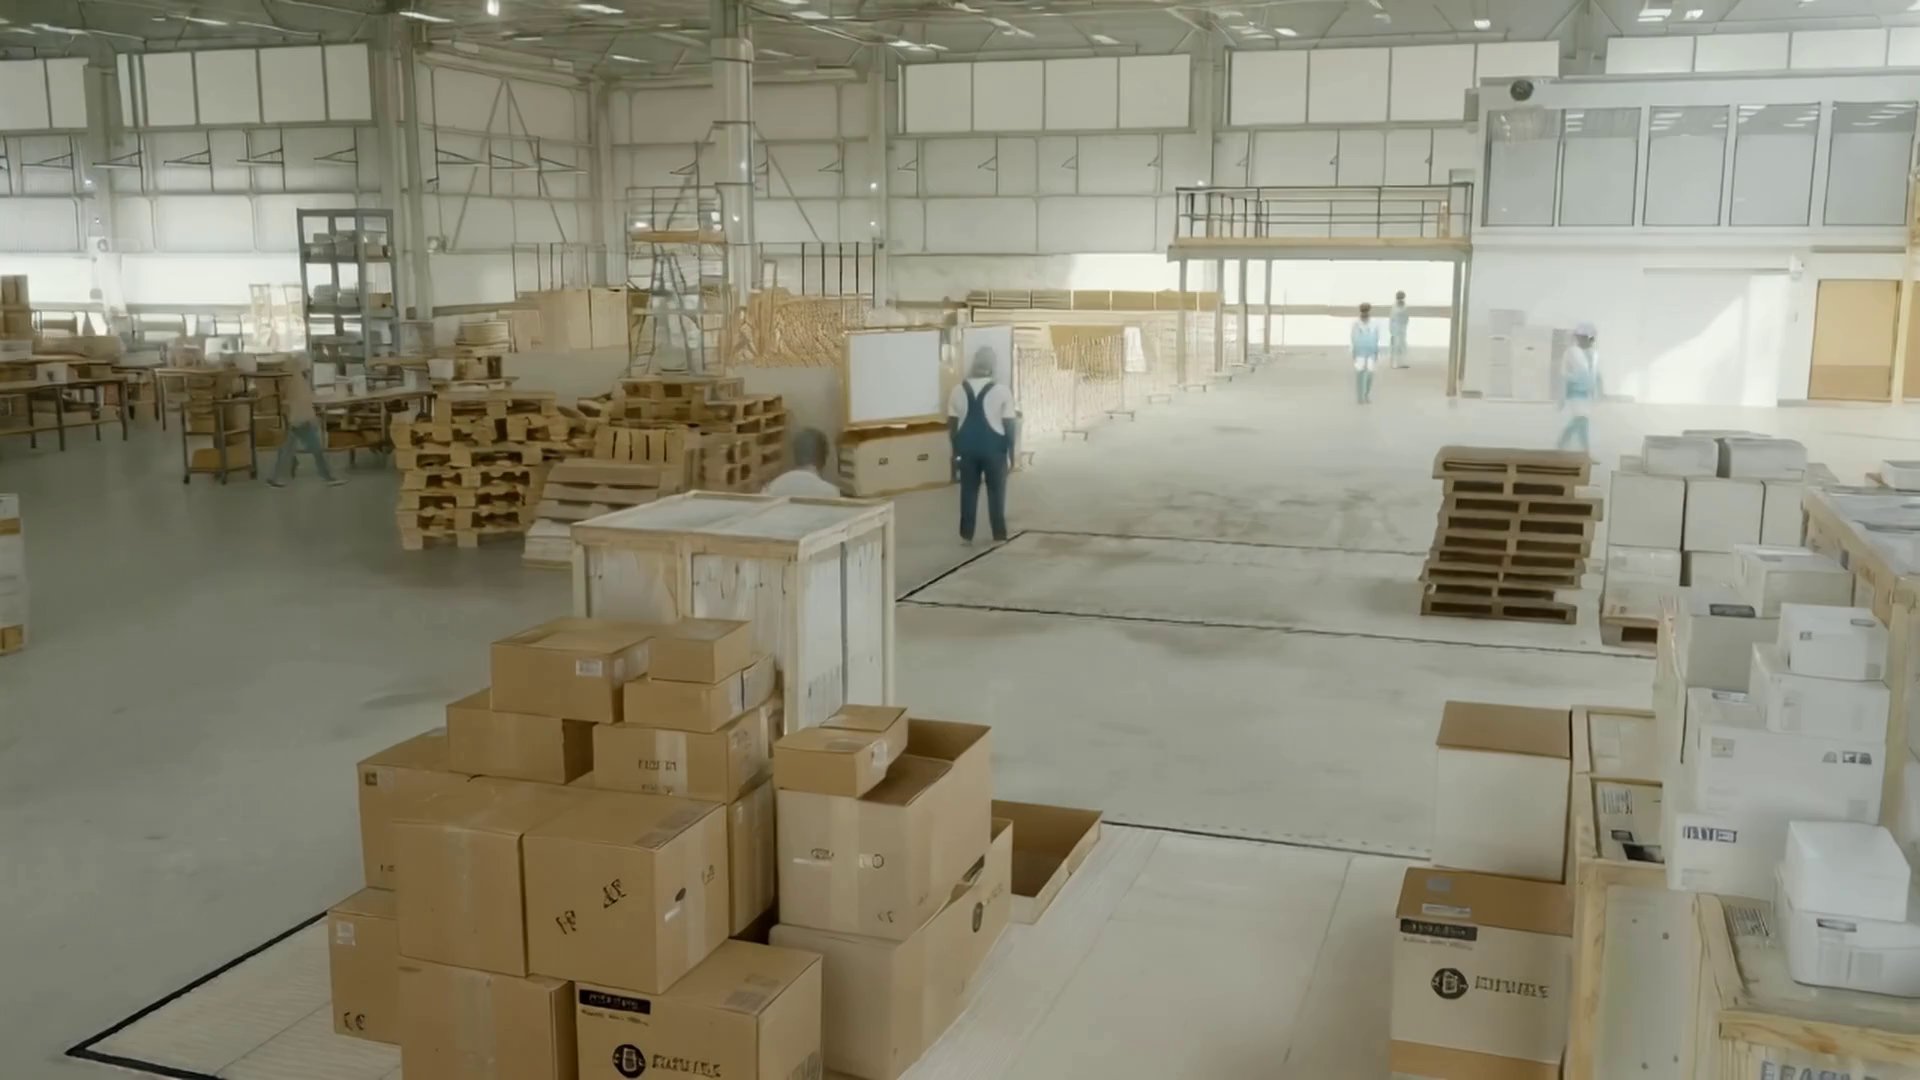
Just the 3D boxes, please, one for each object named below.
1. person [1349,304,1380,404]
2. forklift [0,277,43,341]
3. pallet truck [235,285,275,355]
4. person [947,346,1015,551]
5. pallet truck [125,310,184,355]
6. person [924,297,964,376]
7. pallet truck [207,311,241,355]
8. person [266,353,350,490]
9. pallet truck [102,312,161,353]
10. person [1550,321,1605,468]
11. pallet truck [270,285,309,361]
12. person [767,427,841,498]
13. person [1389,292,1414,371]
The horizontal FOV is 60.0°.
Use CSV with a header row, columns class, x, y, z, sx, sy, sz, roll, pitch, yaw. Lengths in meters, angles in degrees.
class,x,y,z,sx,sy,sz,roll,pitch,yaw
person,7.712,-3.541,31.716,0.581,1.917,0.474,1,10,7
forklift,-27.151,-6.329,46.328,1.157,1.987,2.680,3,11,17
pallet truck,-18.327,-5.835,44.421,0.823,1.965,1.885,4,11,23
person,0.245,-0.917,16.603,0.685,2.000,0.535,4,11,19
pallet truck,-22.038,-5.665,45.457,0.704,1.261,1.522,3,11,17
person,-0.397,-4.707,38.571,0.967,1.815,0.646,2,10,11
pallet truck,-19.537,-5.575,44.913,0.653,1.274,1.630,3,11,19
person,-8.183,-1.465,20.650,0.976,1.703,0.523,-5,11,-25
pallet truck,-23.057,-5.777,46.261,0.680,1.201,1.601,3,11,19
person,8.554,-2.032,23.018,0.633,2.004,1.030,-5,11,-25
pallet truck,-17.147,-5.700,43.663,0.823,1.965,1.885,3,11,17
person,-1.041,0.259,10.377,0.638,1.914,0.854,10,14,43
person,10.621,-4.998,39.983,0.600,1.902,0.758,-4,11,-23
